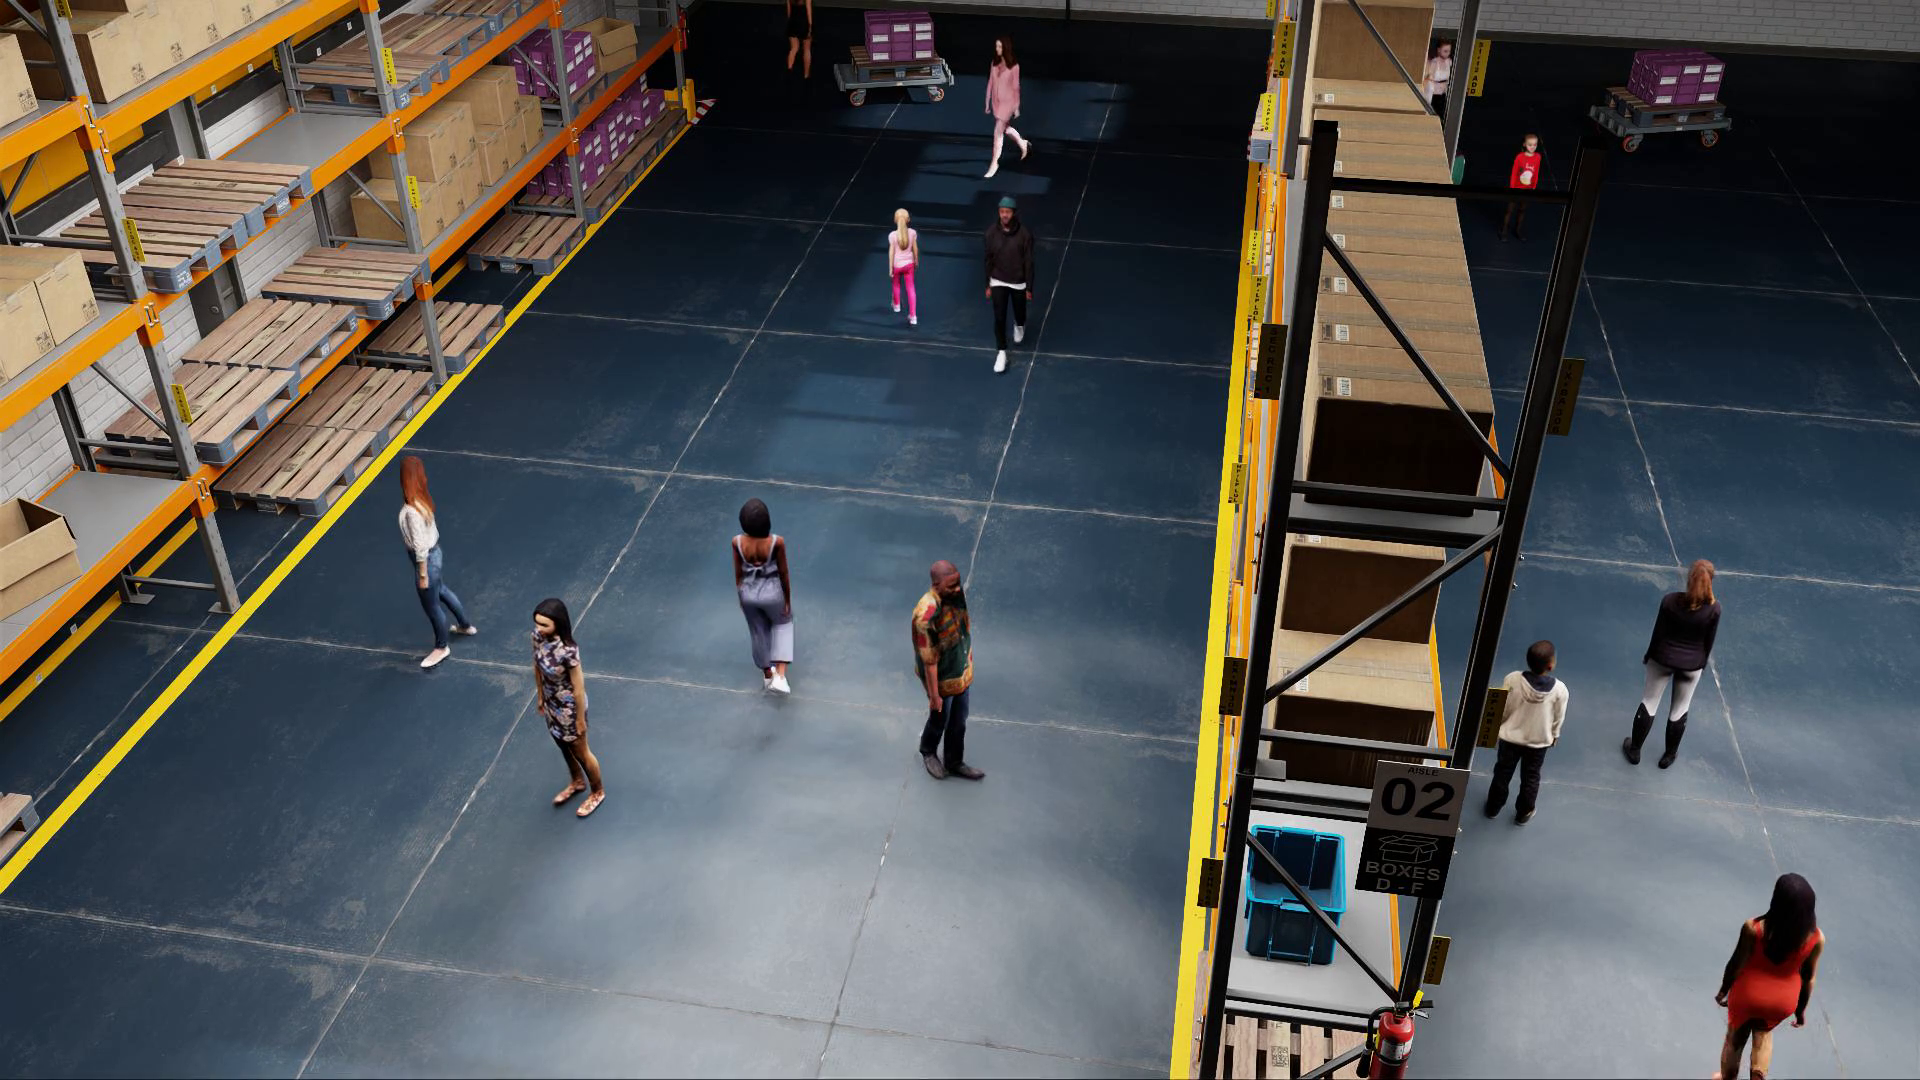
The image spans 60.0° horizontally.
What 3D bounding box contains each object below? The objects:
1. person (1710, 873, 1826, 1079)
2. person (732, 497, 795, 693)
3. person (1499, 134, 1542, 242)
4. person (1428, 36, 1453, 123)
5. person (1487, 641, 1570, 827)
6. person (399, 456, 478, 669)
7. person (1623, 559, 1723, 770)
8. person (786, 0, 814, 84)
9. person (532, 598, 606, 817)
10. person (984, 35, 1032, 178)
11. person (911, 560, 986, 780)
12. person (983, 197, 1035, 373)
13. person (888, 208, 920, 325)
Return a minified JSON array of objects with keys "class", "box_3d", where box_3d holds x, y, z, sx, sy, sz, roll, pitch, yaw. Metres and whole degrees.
[{"class":"person","box_3d":[4.408,2.571,9.099,0.608,1.706,0.634,6,34,9]},{"class":"person","box_3d":[-1.463,0.474,12.273,0.632,1.684,0.818,1,34,1]},{"class":"person","box_3d":[6.630,-4.165,19.616,0.553,1.281,0.564,-5,34,-7]},{"class":"person","box_3d":[6.032,-5.640,21.426,0.712,1.735,0.763,-18,38,-25]},{"class":"person","box_3d":[3.819,1.307,11.228,0.628,1.452,0.592,15,36,21]},{"class":"person","box_3d":[-4.070,0.184,12.691,0.840,1.704,0.744,-15,37,-22]},{"class":"person","box_3d":[5.001,0.868,11.631,0.603,1.739,0.591,11,35,16]},{"class":"person","box_3d":[-2.369,-7.449,24.215,0.661,1.661,0.962,11,35,15]},{"class":"person","box_3d":[-2.667,1.113,11.267,0.661,1.733,0.658,24,41,32]},{"class":"person","box_3d":[0.628,-5.573,21.297,1.017,1.765,1.232,27,42,34]},{"class":"person","box_3d":[-0.138,0.892,11.542,0.904,1.797,0.836,22,40,30]},{"class":"person","box_3d":[0.513,-2.635,16.846,0.670,1.799,0.982,5,34,8]},{"class":"person","box_3d":[-0.580,-2.903,17.747,0.755,1.250,0.966,-9,35,-13]}]
